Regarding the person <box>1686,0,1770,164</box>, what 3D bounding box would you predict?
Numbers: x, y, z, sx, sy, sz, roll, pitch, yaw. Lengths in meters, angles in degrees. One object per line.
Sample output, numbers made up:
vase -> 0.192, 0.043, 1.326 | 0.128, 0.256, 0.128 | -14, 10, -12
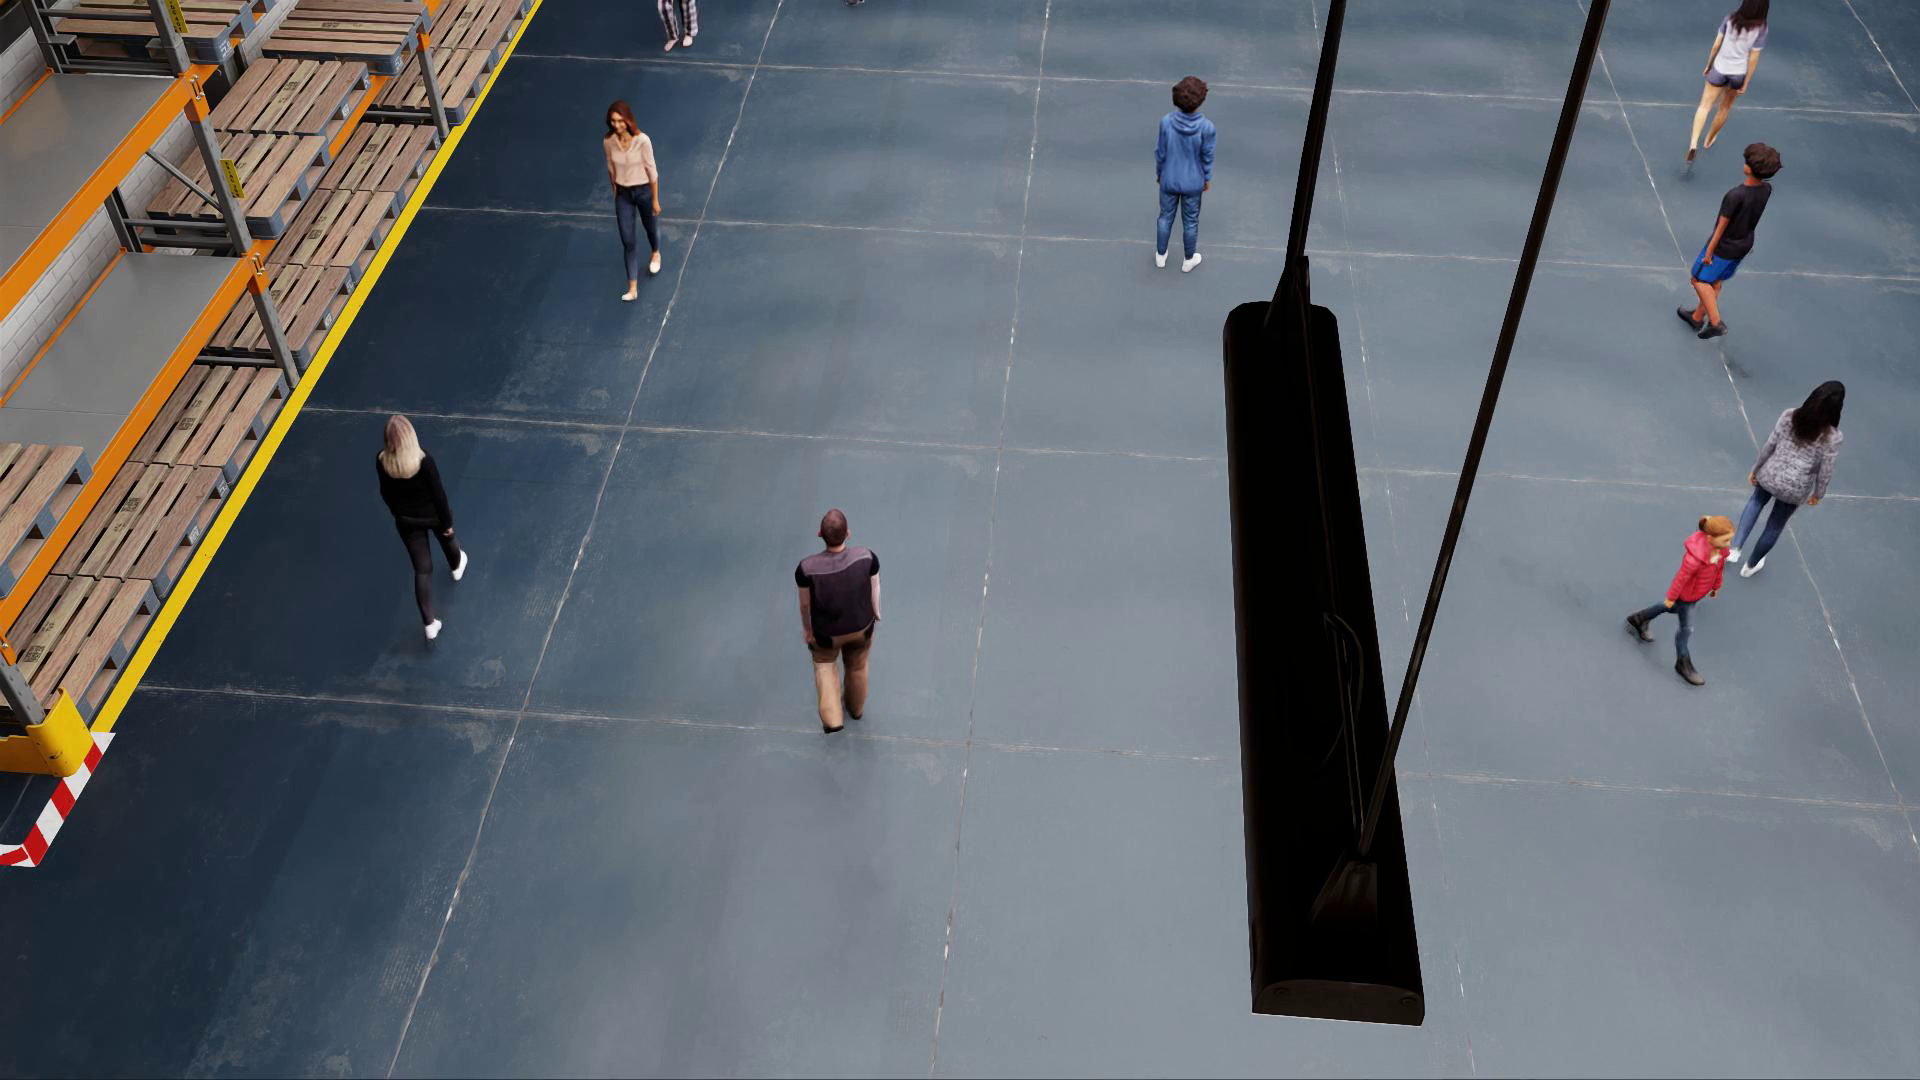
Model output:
person -> 7.211, -4.358, 15.671 | 0.898, 1.712, 1.116 | 24, 49, 23

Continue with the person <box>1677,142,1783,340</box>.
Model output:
person -> 6.313, -2.375, 13.537 | 0.825, 1.784, 0.954 | -15, 46, -16

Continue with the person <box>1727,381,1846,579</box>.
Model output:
person -> 5.655, -0.370, 11.476 | 0.793, 1.725, 0.742 | -34, 53, -30

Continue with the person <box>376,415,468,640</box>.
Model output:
person -> -3.646, -0.068, 11.219 | 0.700, 1.641, 1.174 | -2, 44, -2

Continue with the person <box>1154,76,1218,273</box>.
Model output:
person -> 1.919, -3.141, 14.322 | 0.728, 1.811, 0.666 | 14, 45, 14

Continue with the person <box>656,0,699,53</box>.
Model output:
person -> -2.943, -6.063, 17.373 | 0.678, 1.834, 0.743 | 7, 44, 7

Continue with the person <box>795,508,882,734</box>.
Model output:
person -> -0.733, 0.565, 10.420 | 0.791, 1.827, 0.901 | -7, 44, -7

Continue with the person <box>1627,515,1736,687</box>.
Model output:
person -> 4.814, 0.308, 11.082 | 0.866, 1.286, 0.978 | -24, 49, -23

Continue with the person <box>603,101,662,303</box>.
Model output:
person -> -2.733, -2.976, 14.197 | 0.601, 1.744, 1.076 | 3, 44, 3
